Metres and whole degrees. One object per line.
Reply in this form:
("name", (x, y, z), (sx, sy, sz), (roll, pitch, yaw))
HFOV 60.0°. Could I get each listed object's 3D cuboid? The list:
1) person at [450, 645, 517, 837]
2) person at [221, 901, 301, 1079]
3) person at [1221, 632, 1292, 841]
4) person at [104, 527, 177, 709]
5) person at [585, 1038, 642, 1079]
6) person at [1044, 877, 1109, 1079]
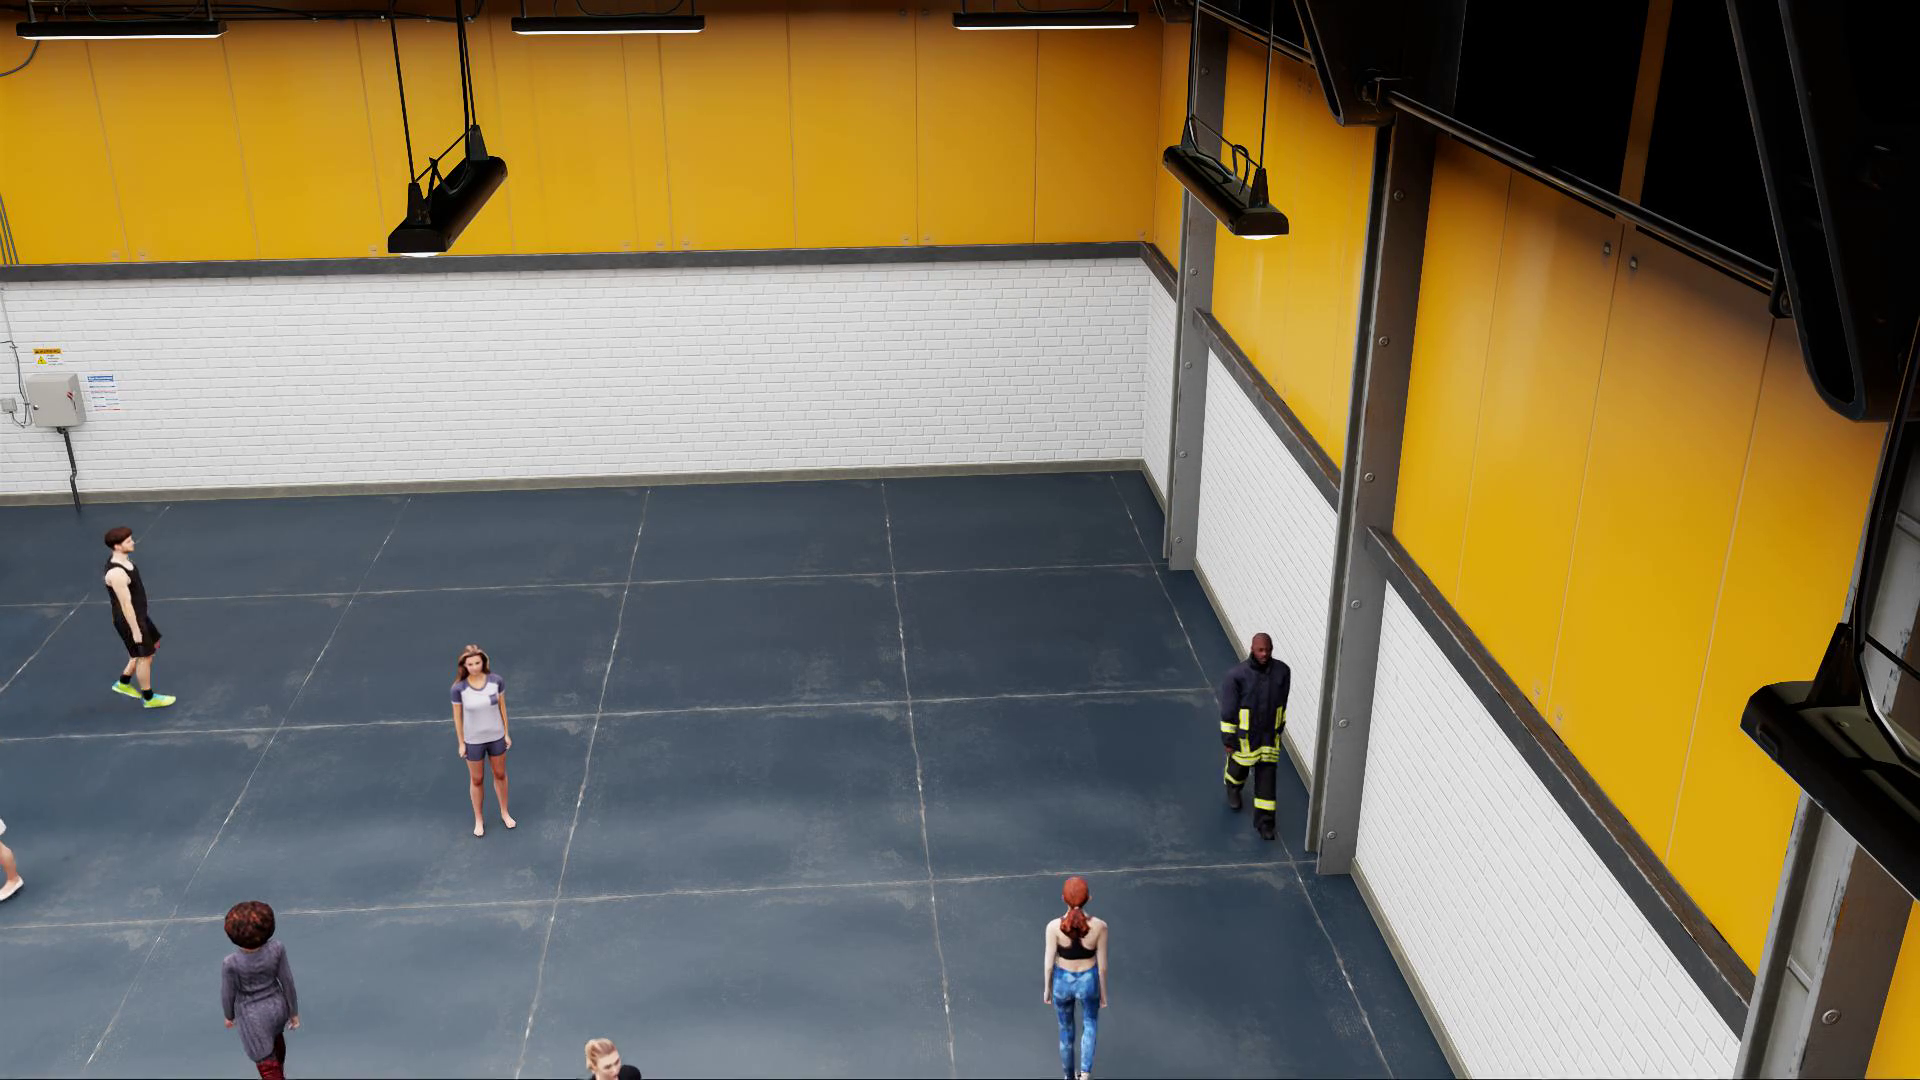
("person", (-3.996, 1.650, 13.939), (0.666, 1.733, 0.661), (-11, 26, -24))
("person", (-4.419, 3.133, 10.632), (1.022, 1.665, 1.162), (-20, 31, -39))
("person", (2.456, 1.559, 14.088), (0.741, 1.781, 1.148), (-2, 24, -4))
("person", (-7.945, 0.762, 15.791), (0.895, 1.878, 0.827), (-10, 26, -22))
("person", (-2.048, 3.543, 9.667), (0.746, 1.687, 0.781), (-18, 30, -36))
("person", (0.761, 2.996, 10.803), (0.606, 1.779, 0.732), (1, 24, 1))
